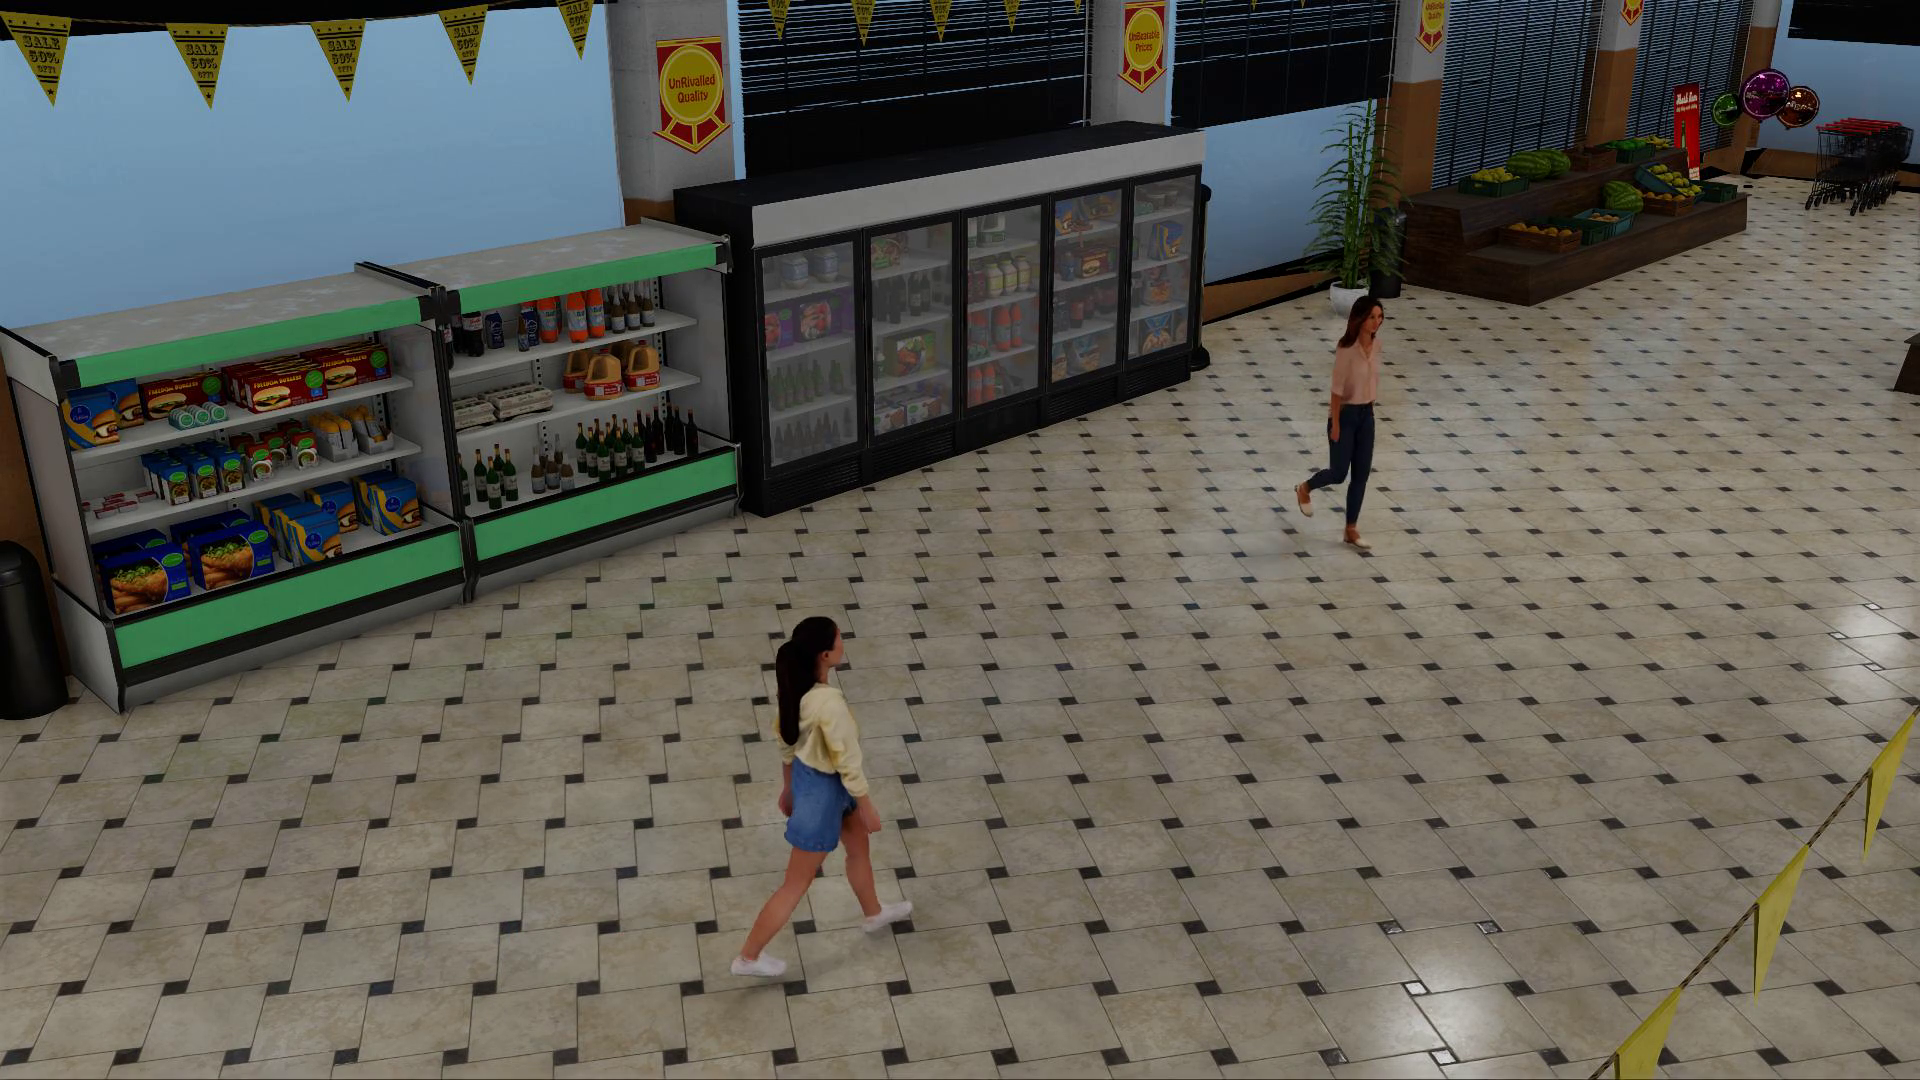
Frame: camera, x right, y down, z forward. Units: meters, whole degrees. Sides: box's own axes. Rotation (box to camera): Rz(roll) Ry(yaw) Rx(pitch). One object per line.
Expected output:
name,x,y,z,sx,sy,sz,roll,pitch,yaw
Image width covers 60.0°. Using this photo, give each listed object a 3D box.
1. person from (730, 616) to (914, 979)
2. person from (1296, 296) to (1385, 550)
person,-0.652,1.122,6.950,1.215,1.589,0.865,-12,25,-26
person,2.668,-0.849,11.612,0.974,1.770,0.815,-12,25,-28
